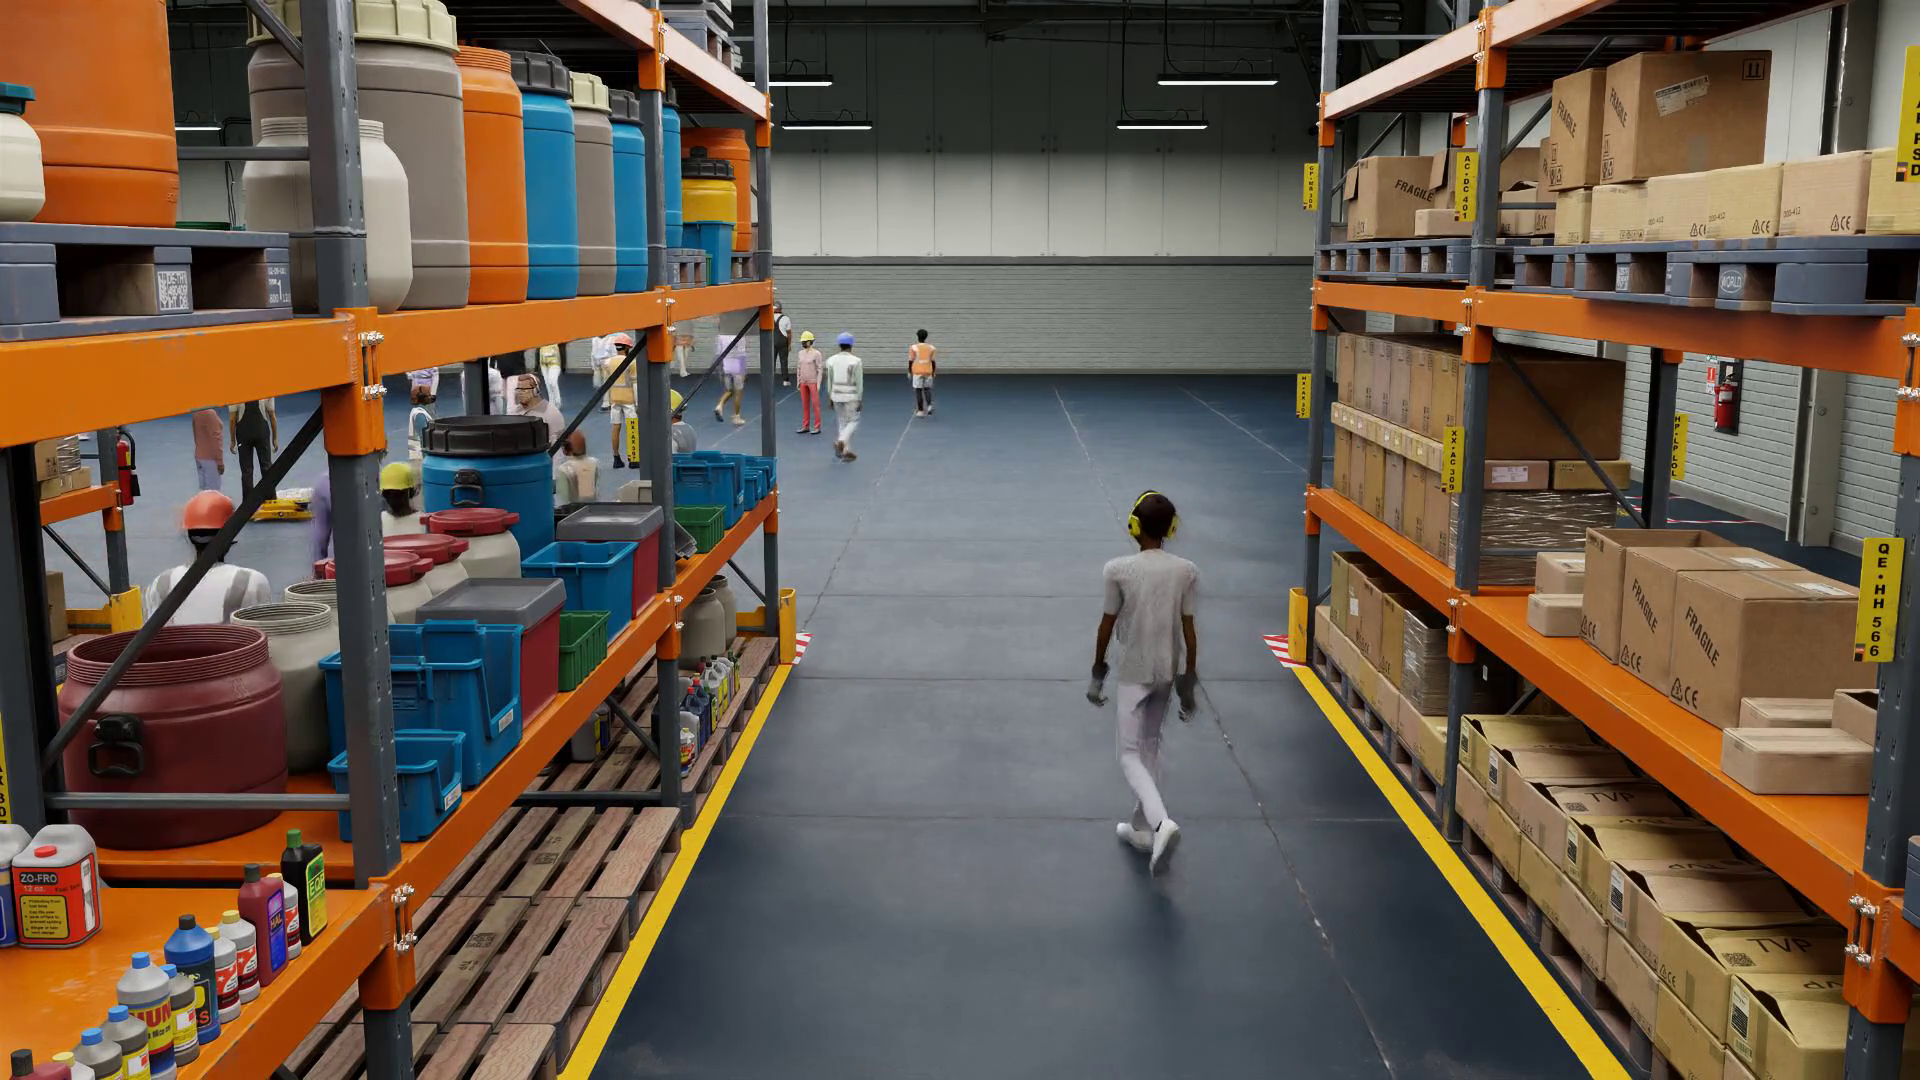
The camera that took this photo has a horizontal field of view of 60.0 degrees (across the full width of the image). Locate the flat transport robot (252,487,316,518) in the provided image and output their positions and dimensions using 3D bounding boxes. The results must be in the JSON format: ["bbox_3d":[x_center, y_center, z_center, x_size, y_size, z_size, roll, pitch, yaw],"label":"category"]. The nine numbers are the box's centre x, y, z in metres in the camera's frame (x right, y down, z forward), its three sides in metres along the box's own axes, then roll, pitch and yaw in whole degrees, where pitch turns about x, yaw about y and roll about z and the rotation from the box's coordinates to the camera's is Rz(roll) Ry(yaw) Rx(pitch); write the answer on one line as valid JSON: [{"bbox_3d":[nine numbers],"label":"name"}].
[{"bbox_3d":[-7.870,-0.458,19.809,0.652,0.197,1.431,-1,9,-5],"label":"flat transport robot"}]

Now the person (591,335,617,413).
[{"bbox_3d":[-7.035,-3.443,32.930,0.612,1.817,0.512,4,10,24],"label":"person"}]

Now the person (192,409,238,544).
[{"bbox_3d":[-7.870,-0.839,17.493,0.316,1.769,0.523,-9,13,-43],"label":"person"}]

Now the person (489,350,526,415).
[{"bbox_3d":[-8.063,-2.977,29.717,0.623,1.969,0.903,1,10,6],"label":"person"}]

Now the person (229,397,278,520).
[{"bbox_3d":[-8.141,-1.159,19.169,0.514,1.843,0.327,-5,11,-29],"label":"person"}]

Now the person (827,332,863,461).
[{"bbox_3d":[-1.722,-2.112,24.632,0.616,1.928,0.675,5,11,28],"label":"person"}]

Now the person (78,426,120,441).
[{"bbox_3d":[-14.433,-2.597,27.650,0.736,1.887,0.679,4,10,20],"label":"person"}]

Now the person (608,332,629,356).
[{"bbox_3d":[-7.760,-4.194,37.847,0.552,1.672,0.659,1,10,9],"label":"person"}]

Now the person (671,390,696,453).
[{"bbox_3d":[-2.551,-0.422,14.796,0.404,1.830,0.603,1,10,9],"label":"person"}]

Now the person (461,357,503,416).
[{"bbox_3d":[-6.207,-1.626,21.747,0.563,1.913,0.634,1,9,3],"label":"person"}]

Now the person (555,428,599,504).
[{"bbox_3d":[-3.149,-0.131,13.712,0.732,1.608,0.515,5,11,29],"label":"person"}]

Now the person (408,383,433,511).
[{"bbox_3d":[-5.843,-0.880,18.109,0.310,1.642,0.514,-4,10,-24],"label":"person"}]

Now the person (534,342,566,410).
[{"bbox_3d":[-8.166,-3.470,33.098,0.625,1.826,0.518,4,10,25],"label":"person"}]

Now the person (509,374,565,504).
[{"bbox_3d":[-4.050,-0.621,15.768,0.652,1.906,0.405,5,11,28],"label":"person"}]

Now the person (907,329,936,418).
[{"bbox_3d":[-0.731,-3.187,31.814,0.547,1.684,0.396,-4,10,-22],"label":"person"}]

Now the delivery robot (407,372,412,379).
[{"bbox_3d":[-12.883,-3.985,39.806,0.707,0.478,0.477,5,11,27],"label":"delivery robot"}]

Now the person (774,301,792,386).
[{"bbox_3d":[-4.380,-4.721,40.051,0.688,2.000,0.536,1,9,4],"label":"person"}]

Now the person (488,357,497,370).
[{"bbox_3d":[-10.259,-4.045,36.469,0.634,1.842,0.429,-3,10,-18],"label":"person"}]

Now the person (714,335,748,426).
[{"bbox_3d":[-4.143,-3.079,30.101,0.604,2.032,0.575,6,11,34],"label":"person"}]

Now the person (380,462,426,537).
[{"bbox_3d":[-3.430,0.355,10.443,0.531,1.742,0.809,2,10,10],"label":"person"}]

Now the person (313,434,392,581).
[{"bbox_3d":[-4.024,0.177,11.151,0.643,1.878,0.975,3,10,17],"label":"person"}]

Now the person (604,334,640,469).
[{"bbox_3d":[-4.845,-2.004,23.987,0.543,1.928,0.371,3,10,16],"label":"person"}]

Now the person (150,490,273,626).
[{"bbox_3d":[-3.417,0.707,7.846,0.550,1.899,0.923,1,10,6],"label":"person"}]

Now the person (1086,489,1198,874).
[{"bbox_3d":[0.934,0.685,8.129,0.517,1.849,0.767,-4,10,-20],"label":"person"}]

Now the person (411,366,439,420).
[{"bbox_3d":[-8.412,-2.353,26.088,0.589,1.924,0.384,7,12,37],"label":"person"}]

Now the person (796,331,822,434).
[{"bbox_3d":[-2.618,-2.719,28.753,0.533,1.767,0.323,7,12,36],"label":"person"}]

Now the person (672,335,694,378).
[{"bbox_3d":[-7.094,-4.940,42.581,0.551,1.590,0.886,-6,11,-31],"label":"person"}]
